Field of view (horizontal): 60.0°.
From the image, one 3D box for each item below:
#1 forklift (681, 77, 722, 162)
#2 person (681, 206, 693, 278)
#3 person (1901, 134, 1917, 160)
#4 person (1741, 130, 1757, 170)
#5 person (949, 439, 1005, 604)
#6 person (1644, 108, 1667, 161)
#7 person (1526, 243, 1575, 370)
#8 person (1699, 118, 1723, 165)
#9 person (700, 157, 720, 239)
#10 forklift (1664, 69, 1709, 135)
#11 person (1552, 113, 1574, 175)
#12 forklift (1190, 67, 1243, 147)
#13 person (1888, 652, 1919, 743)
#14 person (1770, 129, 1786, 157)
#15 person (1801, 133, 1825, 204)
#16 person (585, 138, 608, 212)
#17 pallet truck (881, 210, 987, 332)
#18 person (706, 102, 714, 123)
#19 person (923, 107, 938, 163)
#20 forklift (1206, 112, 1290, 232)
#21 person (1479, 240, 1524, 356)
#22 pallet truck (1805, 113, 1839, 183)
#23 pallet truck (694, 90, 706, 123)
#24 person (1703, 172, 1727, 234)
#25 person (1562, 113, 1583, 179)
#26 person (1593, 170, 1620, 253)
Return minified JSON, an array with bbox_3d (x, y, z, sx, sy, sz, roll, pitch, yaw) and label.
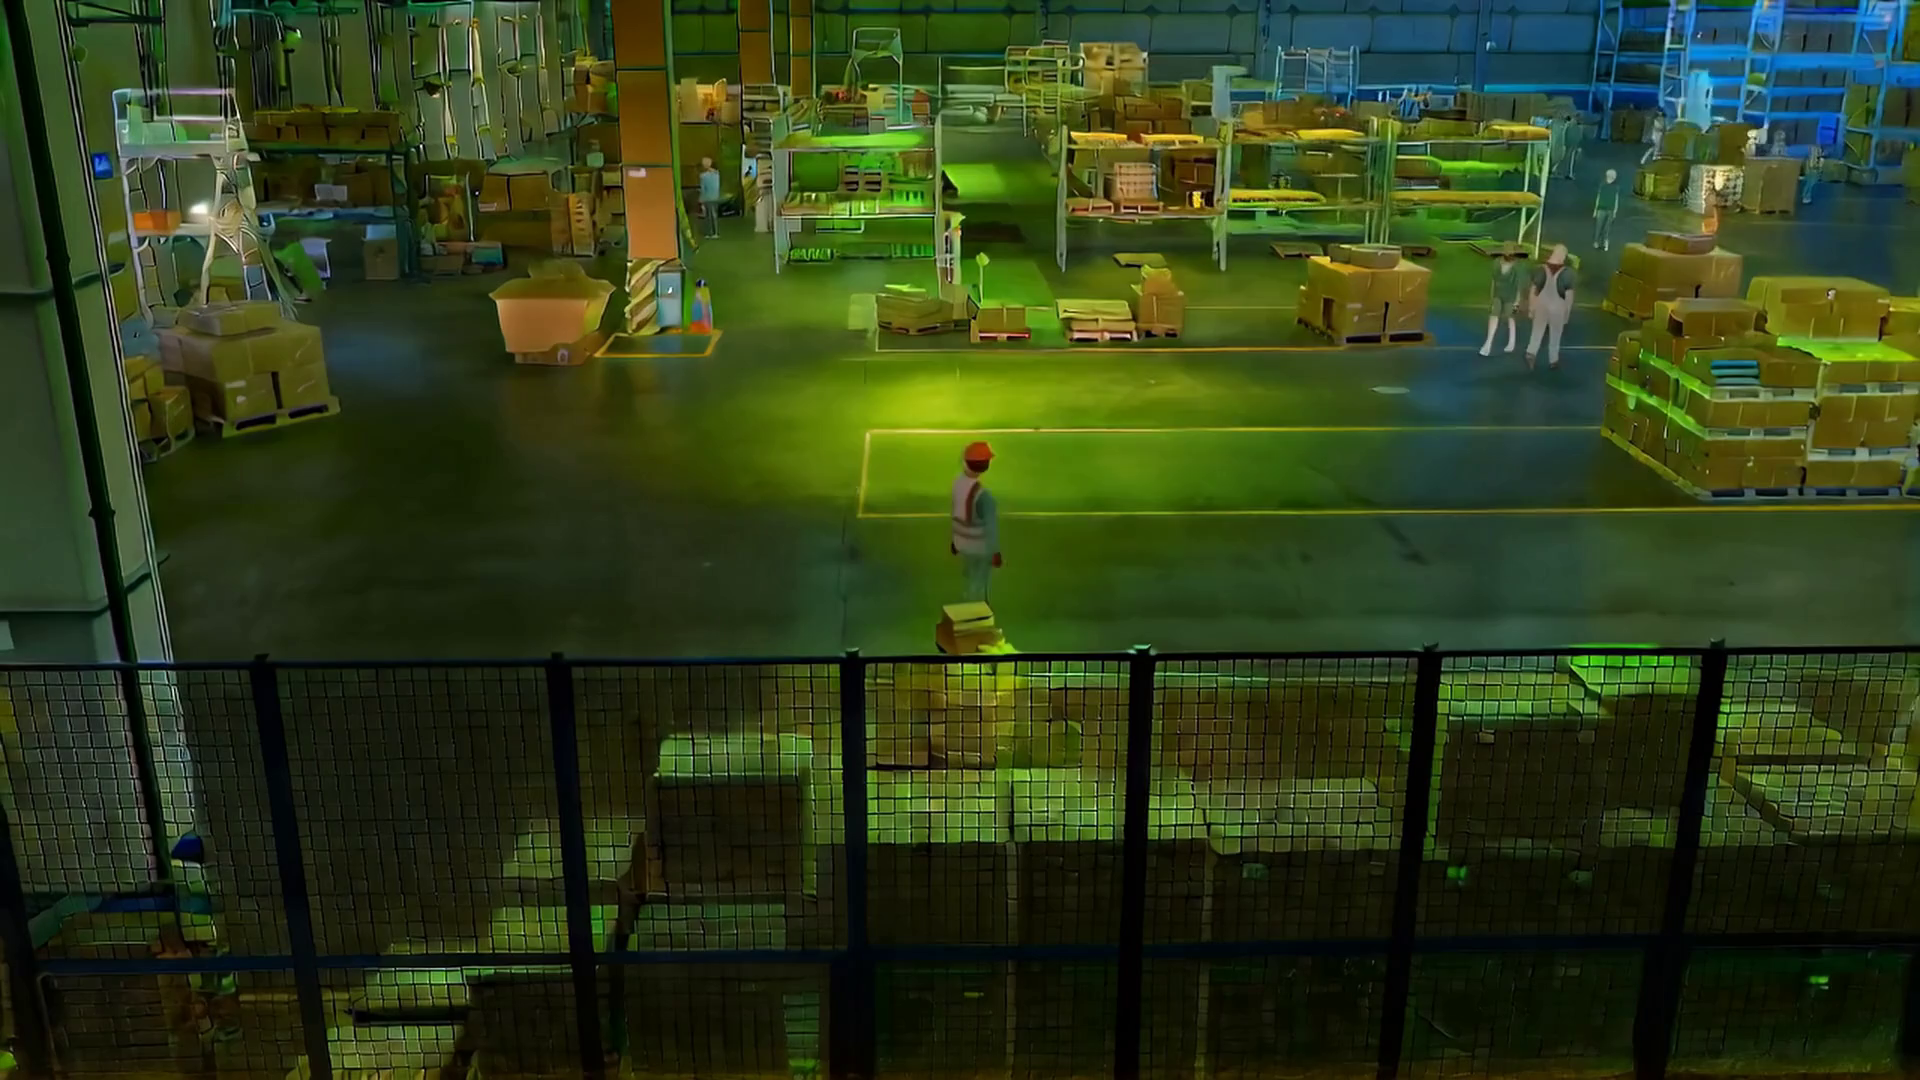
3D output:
[{"bbox_3d":[-8.926,-13.867,55.007,1.873,2.768,1.129,-1,19,-1],"label":"forklift"},{"bbox_3d":[-5.865,-6.203,33.926,0.632,1.816,0.817,12,22,33],"label":"person"},{"bbox_3d":[31.013,-13.069,54.267,0.648,1.818,0.655,-2,19,-7],"label":"person"},{"bbox_3d":[23.448,-11.291,49.227,0.536,1.673,0.720,-14,23,-35],"label":"person"},{"bbox_3d":[0.154,0.026,15.263,0.467,1.931,0.630,-9,21,-25],"label":"person"},{"bbox_3d":[22.826,-13.196,54.502,0.555,1.923,0.724,-3,19,-10],"label":"person"},{"bbox_3d":[9.203,-3.649,25.989,0.687,2.000,0.844,12,22,31],"label":"person"},{"bbox_3d":[22.937,-11.922,50.780,1.013,1.899,0.643,8,20,24],"label":"person"},{"bbox_3d":[-5.919,-8.080,39.326,0.377,1.918,0.585,13,22,33],"label":"person"},{"bbox_3d":[26.236,-15.387,59.519,1.873,2.768,1.129,-1,19,-1],"label":"forklift"},{"bbox_3d":[19.068,-12.439,52.278,0.650,1.901,0.888,-9,21,-26],"label":"person"},{"bbox_3d":[9.442,-15.894,61.021,1.873,2.768,1.129,-1,19,-1],"label":"forklift"},{"bbox_3d":[7.139,1.040,12.358,0.792,1.851,0.596,11,22,30],"label":"person"},{"bbox_3d":[24.467,-11.470,49.815,0.312,1.636,0.520,-5,19,-14],"label":"person"},{"bbox_3d":[23.391,-10.186,45.579,0.587,1.914,0.391,-14,23,-36],"label":"person"},{"bbox_3d":[-9.593,-9.635,43.935,0.614,1.913,0.411,-12,22,-32],"label":"person"},{"bbox_3d":[-0.493,-4.759,29.349,1.885,1.965,0.823,-13,23,-34],"label":"pallet truck"},{"bbox_3d":[-9.029,-15.009,60.254,0.519,1.667,0.549,-3,19,-9],"label":"person"},{"bbox_3d":[-0.934,-13.208,54.514,0.627,1.934,0.370,-10,21,-27],"label":"person"},{"bbox_3d":[7.038,-8.943,40.400,1.873,2.768,1.129,-1,19,-1],"label":"forklift"},{"bbox_3d":[8.855,-3.933,27.080,0.556,1.883,1.008,17,25,41],"label":"person"},{"bbox_3d":[26.403,-11.957,50.702,0.823,1.965,1.885,6,19,16],"label":"pallet truck"},{"bbox_3d":[-9.671,-15.907,62.421,0.823,1.965,1.885,5,19,15],"label":"pallet truck"},{"bbox_3d":[16.216,-6.927,35.830,0.368,1.965,0.609,4,19,12],"label":"person"},{"bbox_3d":[18.910,-12.141,51.267,0.609,1.986,0.391,-6,20,-18],"label":"person"},{"bbox_3d":[14.625,-7.476,37.705,0.523,1.813,1.013,5,19,15],"label":"person"}]
